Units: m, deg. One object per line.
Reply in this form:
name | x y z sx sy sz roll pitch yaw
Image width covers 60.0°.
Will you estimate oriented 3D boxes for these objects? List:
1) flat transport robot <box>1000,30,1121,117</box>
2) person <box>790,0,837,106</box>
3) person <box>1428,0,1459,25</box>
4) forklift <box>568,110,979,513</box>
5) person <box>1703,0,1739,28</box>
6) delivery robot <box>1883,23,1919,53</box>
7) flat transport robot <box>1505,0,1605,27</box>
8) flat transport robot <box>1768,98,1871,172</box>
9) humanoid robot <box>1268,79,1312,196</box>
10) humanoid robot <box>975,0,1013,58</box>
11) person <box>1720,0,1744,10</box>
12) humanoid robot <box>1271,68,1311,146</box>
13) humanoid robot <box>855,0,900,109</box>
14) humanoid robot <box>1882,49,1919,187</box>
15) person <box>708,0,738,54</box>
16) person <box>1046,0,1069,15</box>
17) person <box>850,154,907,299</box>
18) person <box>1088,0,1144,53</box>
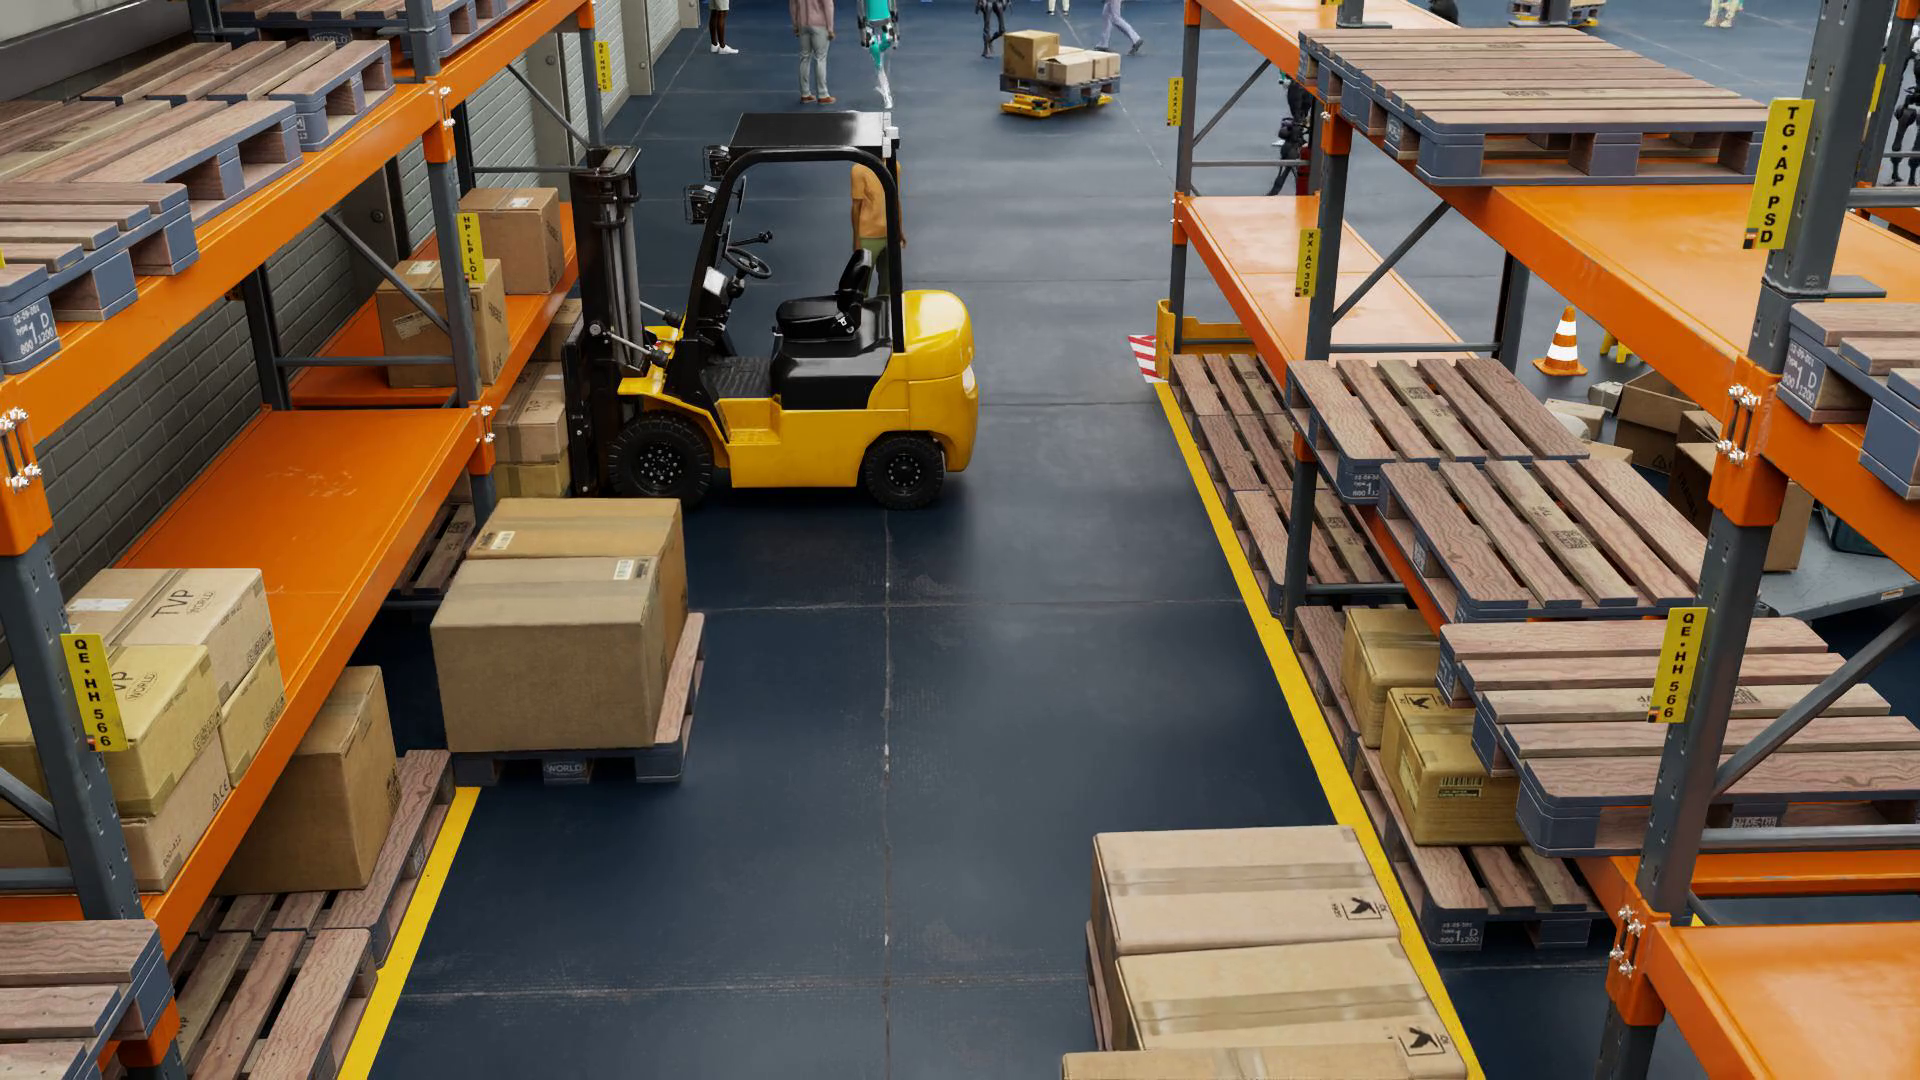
flat transport robot | 1.243 -5.618 21.201 0.659 0.231 1.431 22 33 39
person | -1.875 -6.539 21.200 0.630 1.936 0.363 15 29 28
person | 5.692 -5.702 19.619 0.953 1.805 0.549 18 31 33
forklift | -1.043 -1.379 9.976 2.313 2.155 1.214 -1 25 -2
person | 12.564 -9.311 27.151 0.820 1.863 0.571 -23 33 -39
delivery robot | 14.022 -7.520 24.916 0.807 0.613 0.499 -15 29 -29
flat transport robot | 9.800 -8.555 27.421 1.431 0.231 0.659 -16 30 -30
flat transport robot | 9.070 -4.117 18.021 1.431 0.231 0.659 -5 26 -11
humanoid robot | 3.203 -3.781 15.709 0.761 1.630 0.608 7 26 14
humanoid robot | 0.464 -8.017 24.629 0.590 1.634 0.489 -11 27 -22
person | 13.759 -10.312 29.216 0.354 1.914 0.498 2 25 4
humanoid robot | 3.865 -5.294 18.725 0.672 1.747 0.543 1 25 1
humanoid robot | -1.131 -6.426 21.207 0.620 1.758 0.905 -9 27 -18
humanoid robot | 9.818 -4.445 17.058 0.348 1.645 0.613 -17 30 -32
person | -3.628 -8.277 24.924 0.356 1.898 0.553 -15 29 -28
person | 1.698 -9.988 28.716 0.571 1.748 0.340 -3 25 -7
person | -0.601 -2.254 12.379 0.448 1.718 0.356 -17 30 -31
person | 2.363 -8.183 24.819 0.804 1.811 0.561 6 26 12
